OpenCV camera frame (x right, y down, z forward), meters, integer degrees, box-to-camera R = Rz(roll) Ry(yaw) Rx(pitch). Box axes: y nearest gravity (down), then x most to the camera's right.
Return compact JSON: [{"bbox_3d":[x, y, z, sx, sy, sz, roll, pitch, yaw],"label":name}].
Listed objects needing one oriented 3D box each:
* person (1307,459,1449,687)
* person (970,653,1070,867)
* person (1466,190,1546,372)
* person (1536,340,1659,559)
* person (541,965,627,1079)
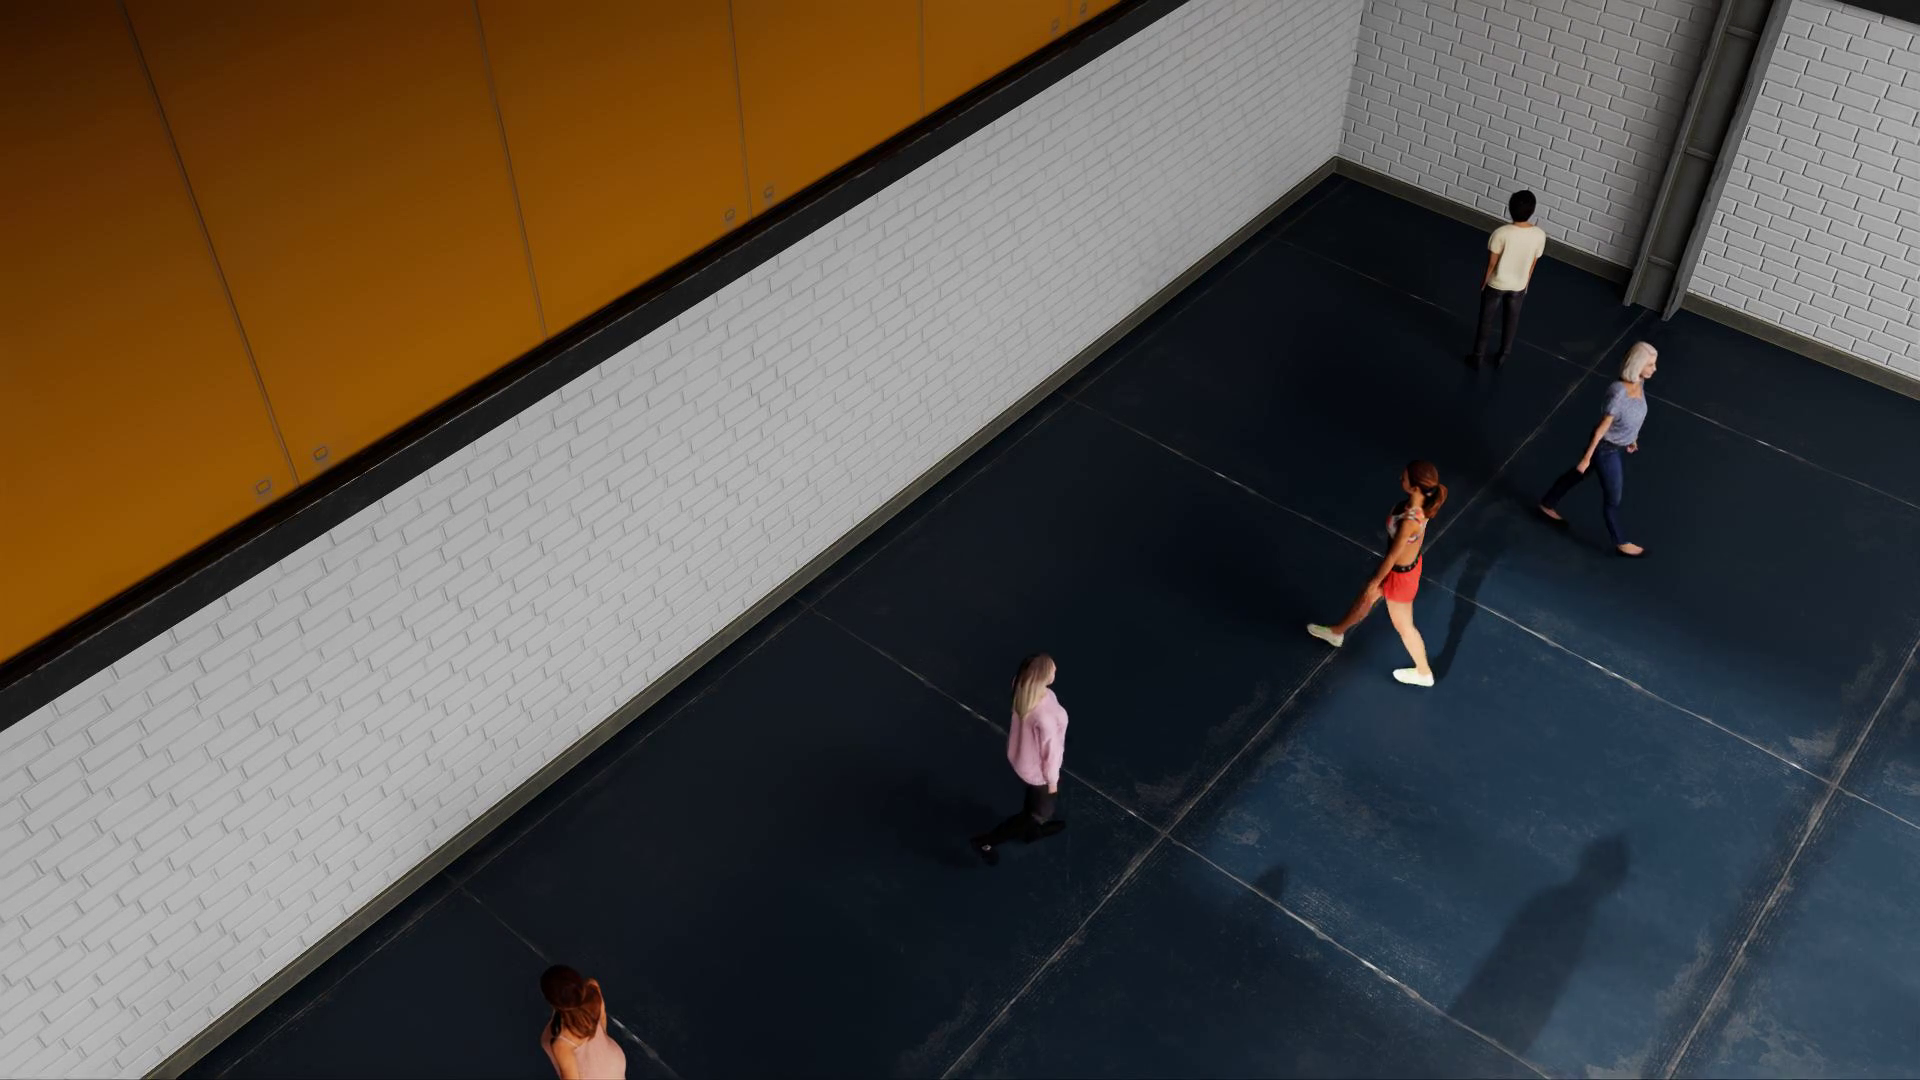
[{"bbox_3d":[2.842,0.259,10.484,1.185,1.738,0.771,19,47,19],"label":"person"},{"bbox_3d":[0.350,1.275,9.464,0.912,1.674,0.933,-15,46,-15],"label":"person"},{"bbox_3d":[4.259,-2.005,12.970,0.626,1.588,0.708,0,44,0],"label":"person"},{"bbox_3d":[4.397,-0.682,11.513,1.080,1.681,0.629,28,50,27],"label":"person"},{"bbox_3d":[-1.745,2.572,7.988,0.652,1.832,0.657,11,45,11],"label":"person"}]
